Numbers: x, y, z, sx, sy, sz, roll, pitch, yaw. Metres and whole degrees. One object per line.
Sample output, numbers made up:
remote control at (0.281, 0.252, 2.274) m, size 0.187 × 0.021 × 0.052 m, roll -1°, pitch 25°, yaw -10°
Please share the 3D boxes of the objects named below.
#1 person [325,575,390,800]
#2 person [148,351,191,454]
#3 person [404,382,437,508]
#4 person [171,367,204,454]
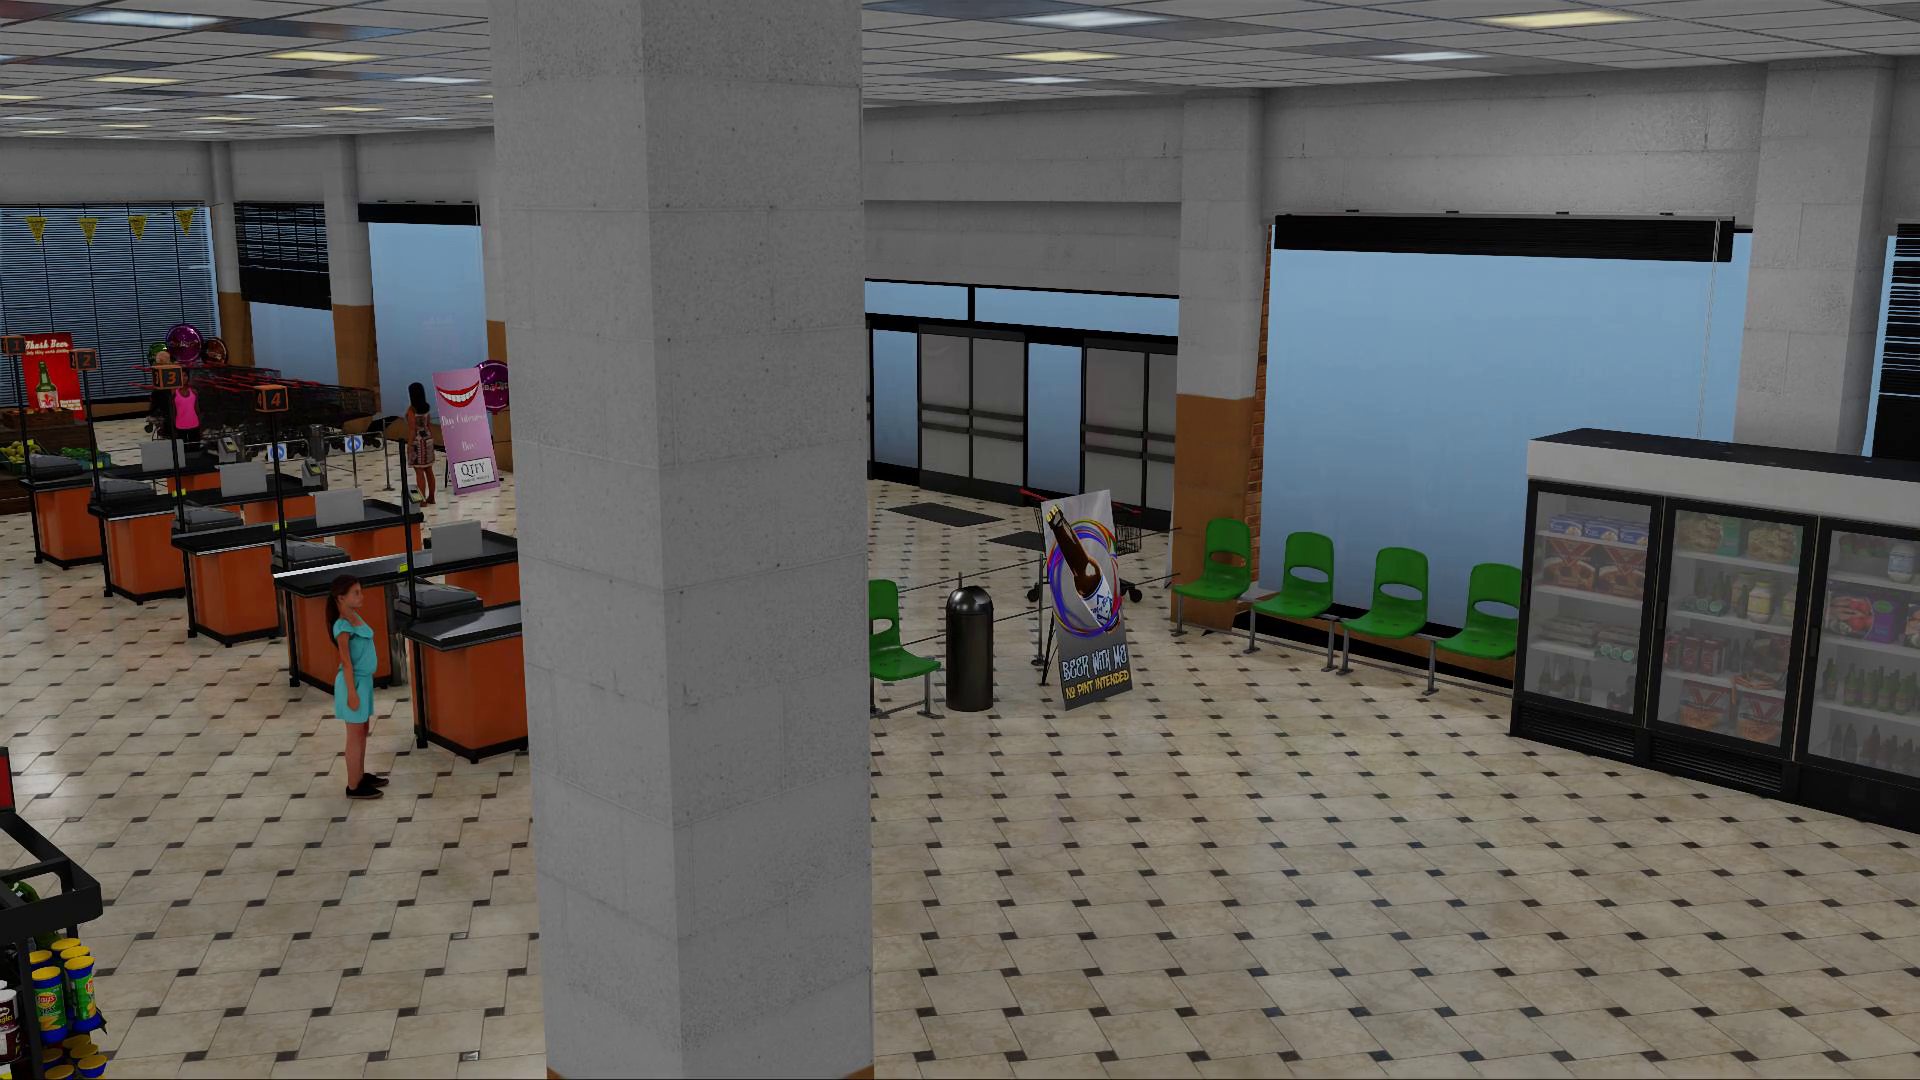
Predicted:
person at (-4.167, 0.994, 11.450) m, size 0.695 × 1.558 × 0.648 m, roll -2°, pitch 12°, yaw -8°
person at (-11.573, -1.879, 24.581) m, size 1.105 × 1.769 × 1.059 m, roll 0°, pitch 12°, yaw 2°
person at (-7.135, -1.271, 21.995) m, size 0.783 × 1.645 × 0.635 m, roll 4°, pitch 12°, yaw 18°
person at (-10.760, -1.551, 23.135) m, size 0.518 × 1.723 × 0.630 m, roll -9°, pitch 15°, yaw -37°
